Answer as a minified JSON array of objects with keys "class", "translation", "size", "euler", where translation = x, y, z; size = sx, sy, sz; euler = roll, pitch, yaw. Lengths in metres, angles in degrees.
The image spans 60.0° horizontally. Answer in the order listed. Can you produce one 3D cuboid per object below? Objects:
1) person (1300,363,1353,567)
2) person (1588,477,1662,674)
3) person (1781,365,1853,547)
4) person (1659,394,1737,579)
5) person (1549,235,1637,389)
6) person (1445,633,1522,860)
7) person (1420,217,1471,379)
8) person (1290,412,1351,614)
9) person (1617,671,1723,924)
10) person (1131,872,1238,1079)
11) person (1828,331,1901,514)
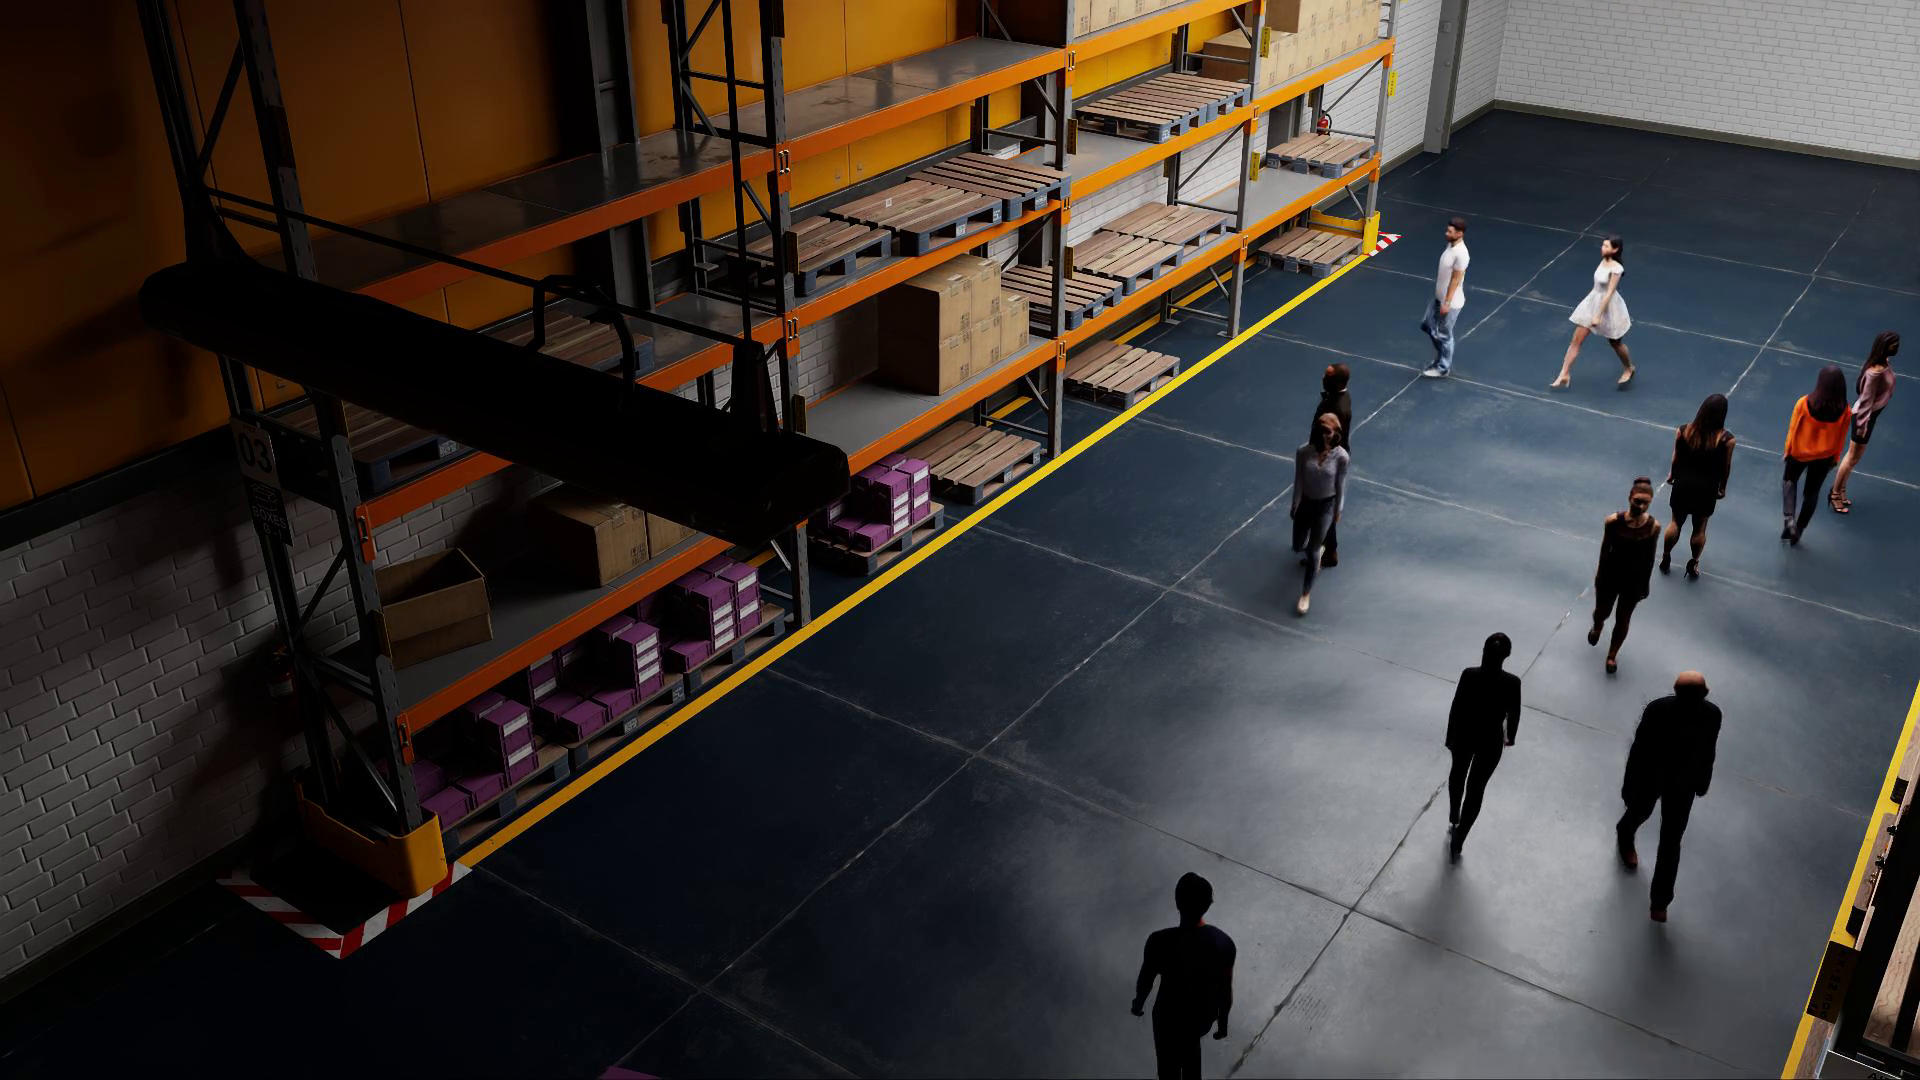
[{"class":"person","translation":[3.263,-0.671,14.639],"size":[0.852,1.904,0.729],"euler":[3,29,6]},{"class":"person","translation":[5.270,0.247,13.207],"size":[0.681,1.664,0.777],"euler":[8,30,15]},{"class":"person","translation":[7.621,-0.710,14.887],"size":[0.713,1.736,0.736],"euler":[11,30,18]},{"class":"person","translation":[6.401,-0.466,14.457],"size":[0.634,1.718,0.578],"euler":[18,33,30]},{"class":"person","translation":[7.061,-2.423,18.041],"size":[1.193,1.722,1.158],"euler":[-4,29,-7]},{"class":"person","translation":[3.438,1.407,11.055],"size":[0.689,1.689,0.789],"euler":[11,30,19]},{"class":"person","translation":[5.469,-2.654,18.337],"size":[0.856,1.845,0.774],"euler":[0,29,-1]},{"class":"person","translation":[3.019,-0.290,14.076],"size":[0.672,1.775,0.965],"euler":[13,31,23]},{"class":"person","translation":[4.564,1.505,10.796],"size":[1.044,1.763,1.324],"euler":[3,29,6]},{"class":"person","translation":[1.206,2.584,8.808],"size":[0.785,1.773,0.845],"euler":[-6,29,-10]},{"class":"person","translation":[8.438,-1.112,15.544],"size":[0.664,1.811,0.455],"euler":[20,34,31]}]
